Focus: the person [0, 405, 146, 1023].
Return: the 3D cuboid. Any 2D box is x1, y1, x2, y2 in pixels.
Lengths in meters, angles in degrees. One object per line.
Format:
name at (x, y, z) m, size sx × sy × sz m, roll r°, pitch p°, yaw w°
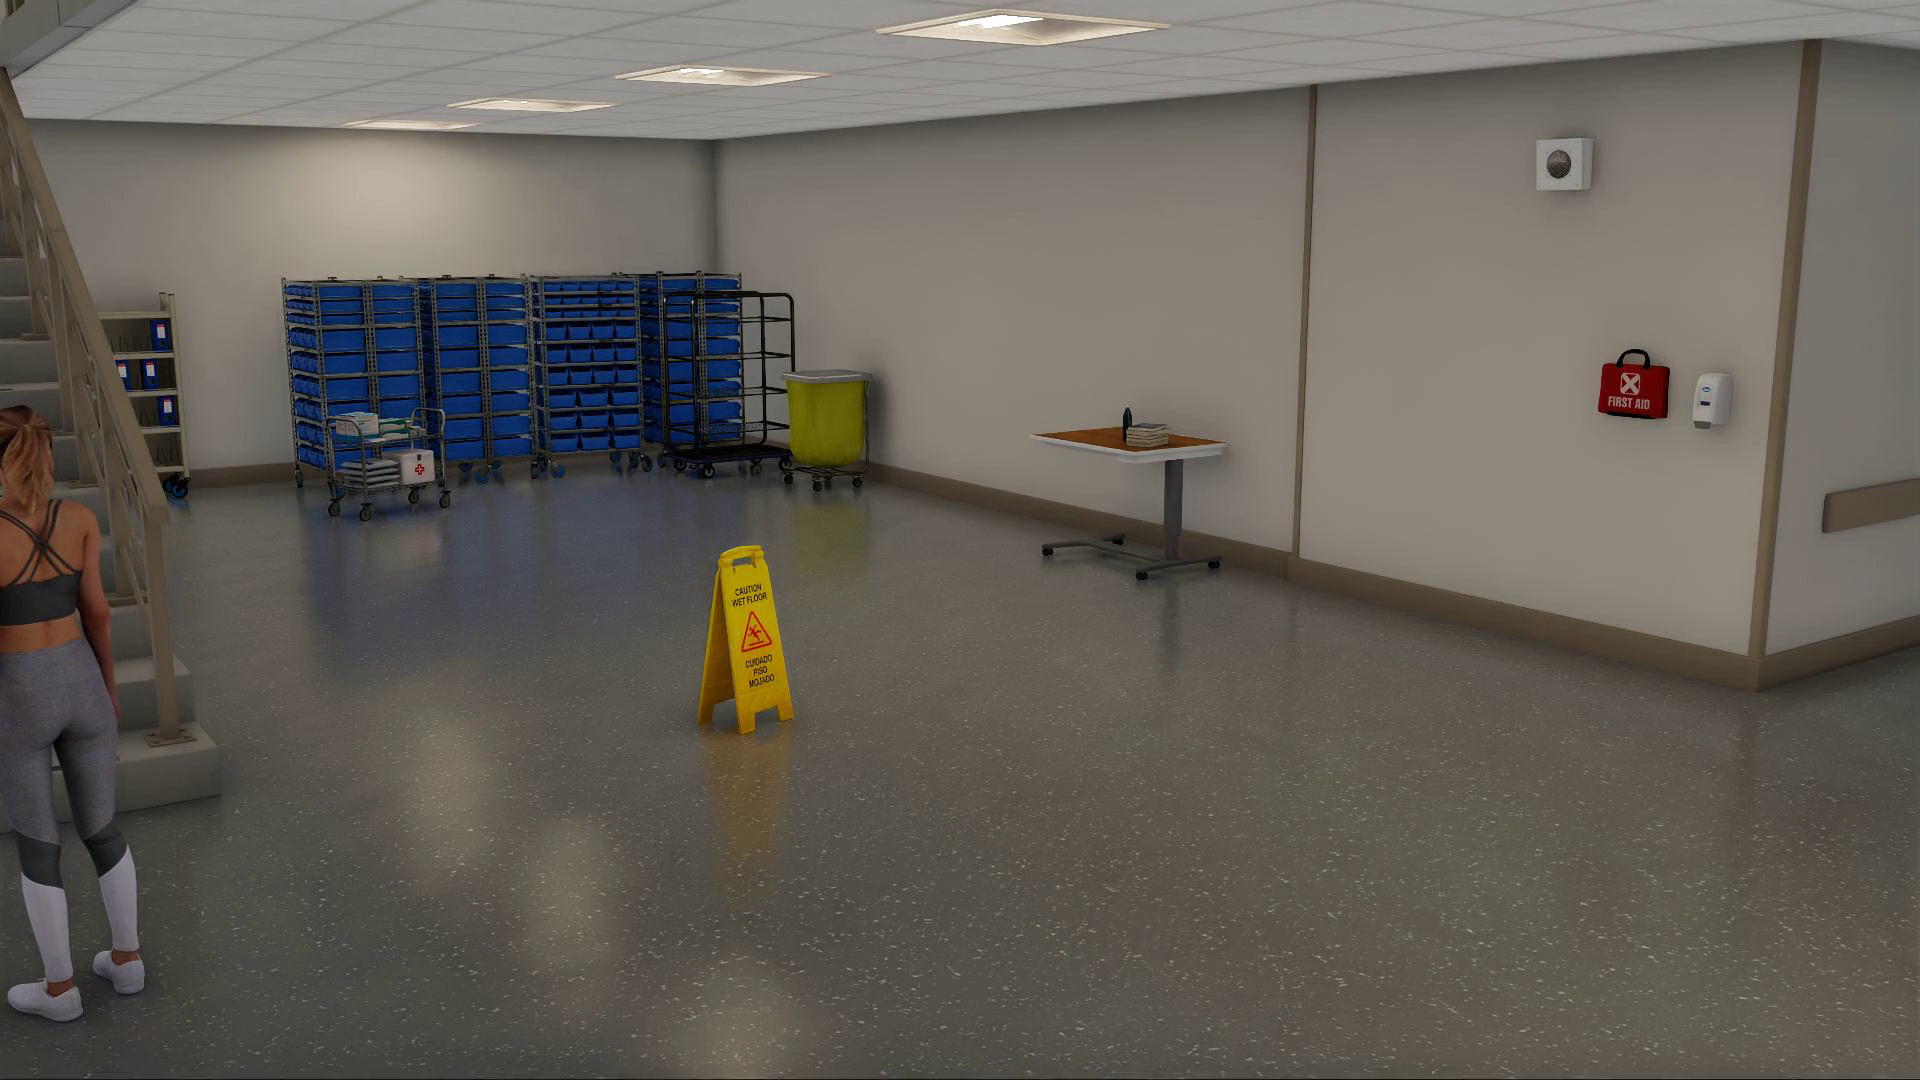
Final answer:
person at (-2.522, 0.476, 4.600) m, size 0.627 × 1.702 × 0.638 m, roll 7°, pitch 13°, yaw 33°
